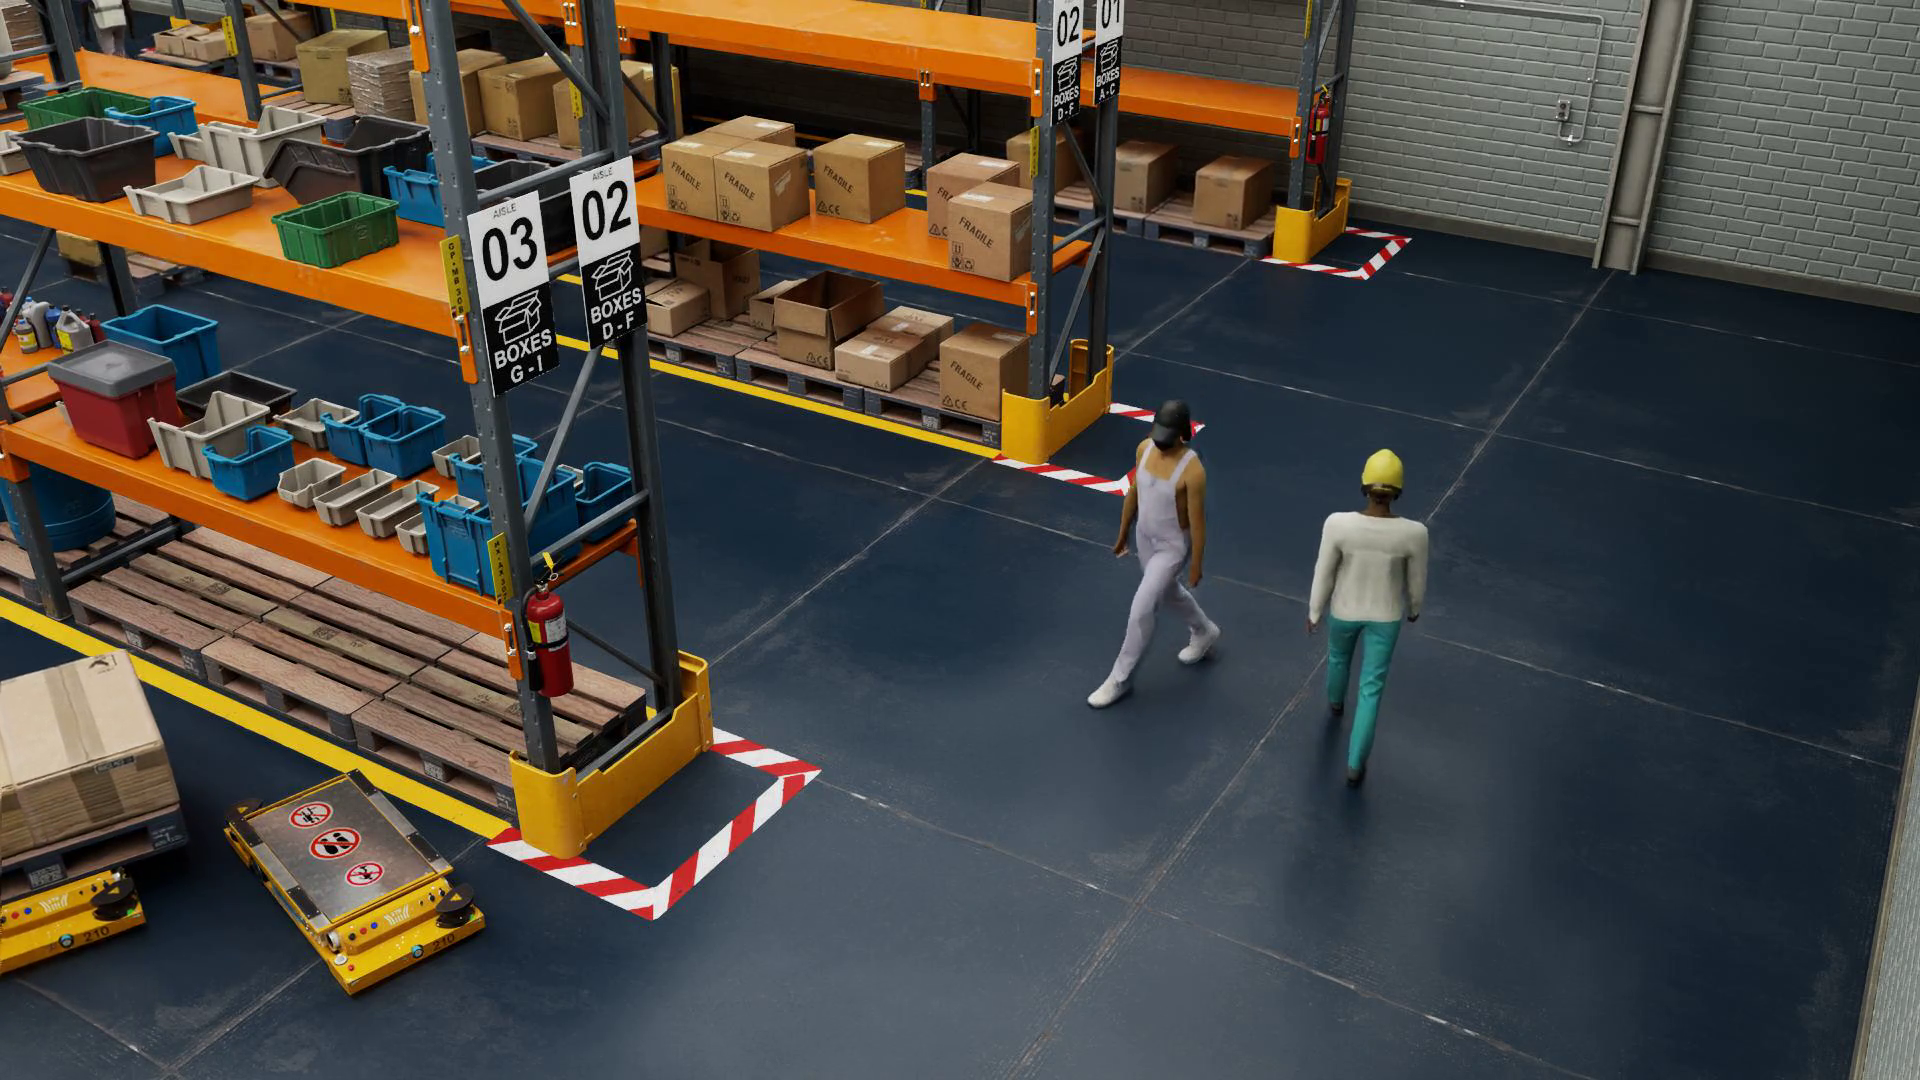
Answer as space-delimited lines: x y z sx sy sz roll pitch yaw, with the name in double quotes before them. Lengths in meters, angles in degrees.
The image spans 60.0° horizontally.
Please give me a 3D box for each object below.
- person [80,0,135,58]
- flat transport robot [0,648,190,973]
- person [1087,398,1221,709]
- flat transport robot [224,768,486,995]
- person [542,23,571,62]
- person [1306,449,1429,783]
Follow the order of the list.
"person" -10.350 -6.274 20.295 0.804 1.819 0.567 23 37 35
"flat transport robot" -4.399 1.489 7.961 0.659 0.231 1.431 -18 34 -29
"person" 1.126 0.002 9.039 0.950 1.815 0.525 -19 34 -30
"flat transport robot" -2.885 1.553 7.847 0.659 0.231 1.431 -24 37 -36
"person" -4.122 -4.471 17.188 0.318 1.696 0.534 -24 37 -36
"person" 2.089 0.332 8.545 0.561 1.717 0.908 8 30 14
